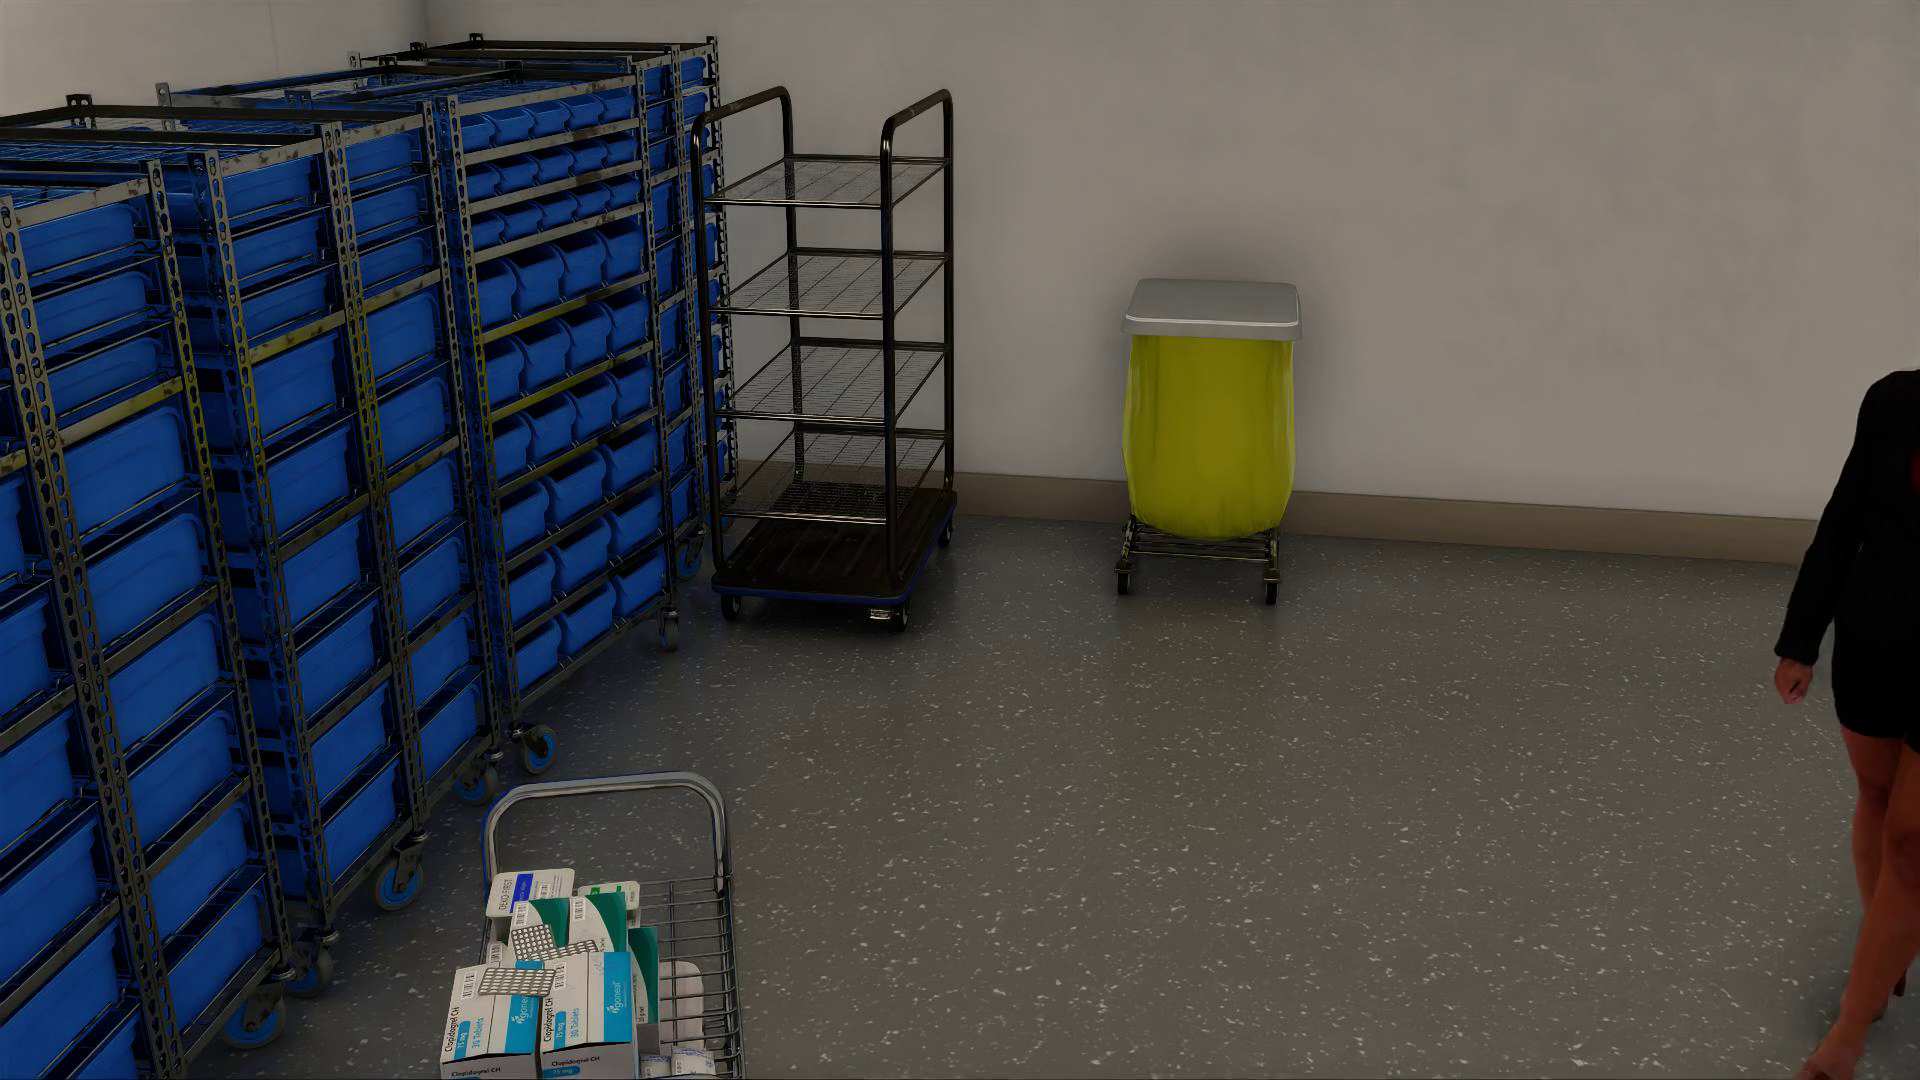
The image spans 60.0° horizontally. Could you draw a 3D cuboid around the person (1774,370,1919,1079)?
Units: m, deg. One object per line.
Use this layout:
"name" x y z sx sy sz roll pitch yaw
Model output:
"person" 1.812 0.247 3.087 0.994 1.613 0.973 -17 27 -38
